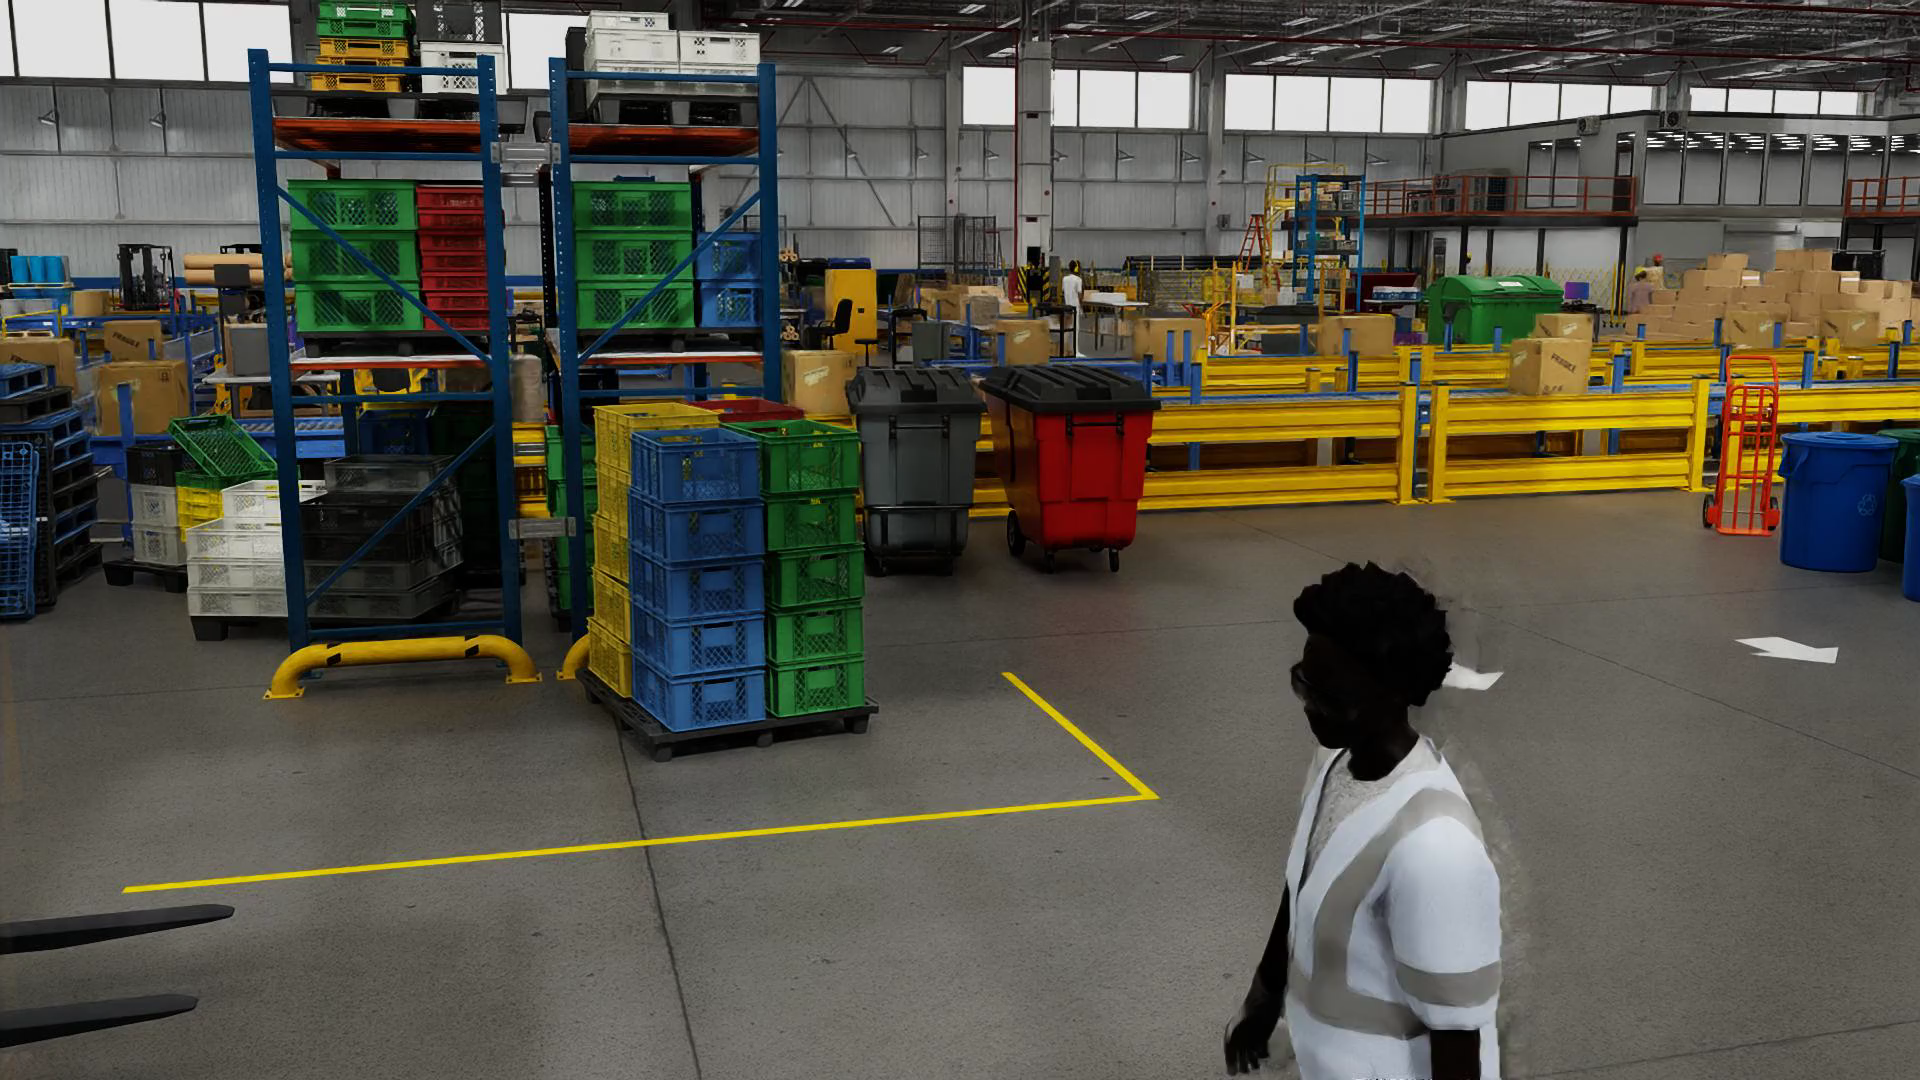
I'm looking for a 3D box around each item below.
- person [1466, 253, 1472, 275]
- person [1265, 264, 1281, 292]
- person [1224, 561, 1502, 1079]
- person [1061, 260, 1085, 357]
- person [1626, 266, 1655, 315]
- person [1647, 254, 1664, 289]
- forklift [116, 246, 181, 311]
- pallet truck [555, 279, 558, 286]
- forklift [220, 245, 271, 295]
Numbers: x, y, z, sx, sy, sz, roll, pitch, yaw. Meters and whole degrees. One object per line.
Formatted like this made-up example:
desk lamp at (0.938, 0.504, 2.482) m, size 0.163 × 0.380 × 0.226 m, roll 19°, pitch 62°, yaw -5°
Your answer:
person at (17.340, -8.915, 57.226) m, size 0.575 × 1.898 × 0.792 m, roll 7°, pitch 12°, yaw 33°
person at (9.578, -7.777, 50.848) m, size 0.620 × 1.867 × 0.416 m, roll 10°, pitch 14°, yaw 44°
person at (0.554, 0.847, 2.579) m, size 0.781 × 1.662 × 0.554 m, roll 1°, pitch 10°, yaw 5°
person at (2.168, -4.441, 31.969) m, size 0.309 × 1.868 × 0.535 m, roll -9°, pitch 14°, yaw -42°
person at (13.031, -4.370, 31.897) m, size 0.519 × 1.741 × 0.527 m, roll 0°, pitch 10°, yaw 3°
person at (19.912, -7.257, 47.779) m, size 0.542 × 1.920 × 0.782 m, roll -5°, pitch 11°, yaw -25°
forklift at (-19.966, -6.232, 40.894) m, size 1.157 × 1.987 × 2.680 m, roll -3°, pitch 10°, yaw -15°
pallet truck at (-10.604, -6.375, 44.520) m, size 0.653 × 1.274 × 1.630 m, roll -3°, pitch 10°, yaw -15°
forklift at (-17.749, -6.334, 41.440) m, size 1.157 × 1.987 × 2.680 m, roll -3°, pitch 10°, yaw -17°
